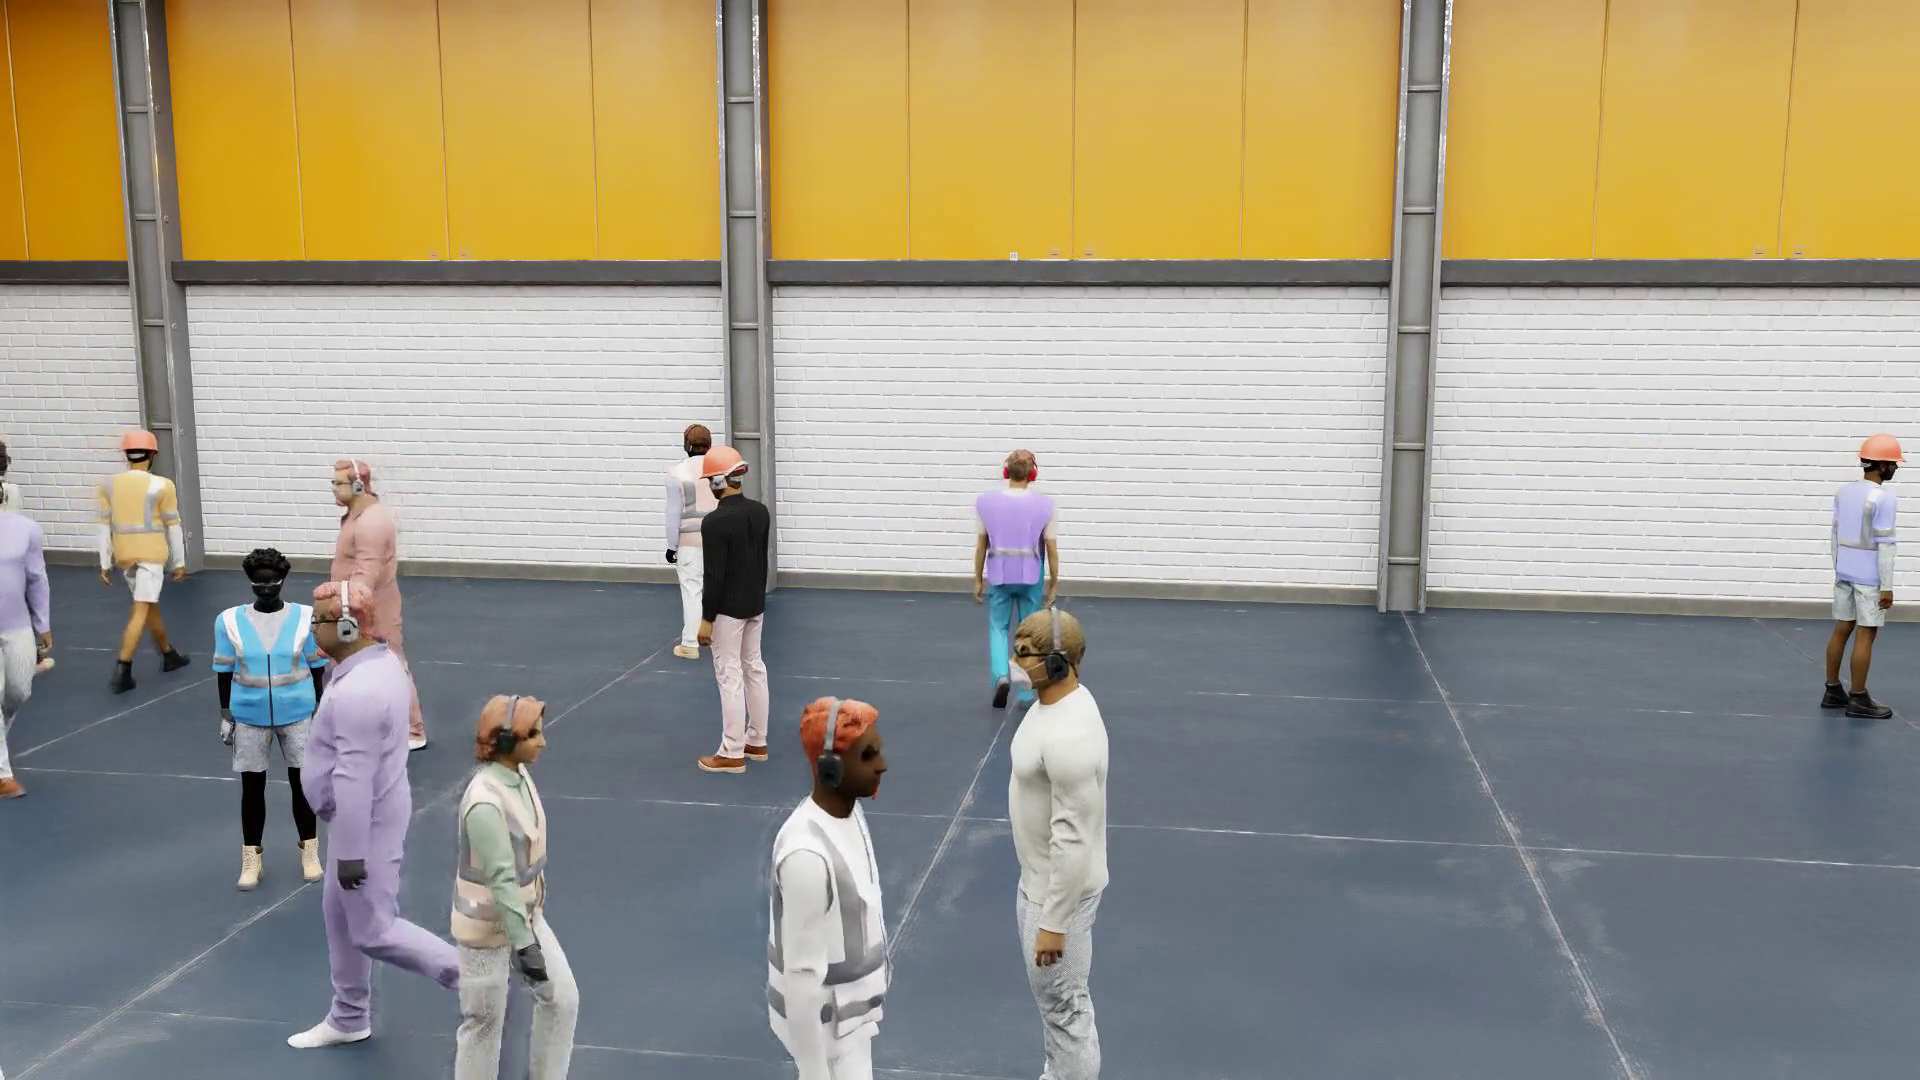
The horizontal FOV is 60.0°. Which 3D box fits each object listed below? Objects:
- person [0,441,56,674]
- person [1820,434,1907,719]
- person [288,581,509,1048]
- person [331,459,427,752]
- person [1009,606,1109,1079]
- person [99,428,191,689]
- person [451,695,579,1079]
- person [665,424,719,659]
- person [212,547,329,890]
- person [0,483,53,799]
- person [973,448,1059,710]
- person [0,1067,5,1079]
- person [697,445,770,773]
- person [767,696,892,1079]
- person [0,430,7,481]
[{"bbox_3d":[-7.087,0.171,12.170,0.514,1.817,0.879,2,9,11],"label":"person"},{"bbox_3d":[6.181,0.240,11.334,0.376,1.936,0.549,-1,9,-7],"label":"person"},{"bbox_3d":[-2.197,1.076,6.378,0.783,1.884,0.641,-2,9,-14],"label":"person"},{"bbox_3d":[-3.778,0.438,10.322,0.888,1.869,0.687,-4,10,-24],"label":"person"},{"bbox_3d":[0.309,1.173,5.578,0.372,1.940,0.632,0,9,-3],"label":"person"},{"bbox_3d":[-6.036,0.127,12.231,0.553,1.883,0.980,1,9,6],"label":"person"},{"bbox_3d":[-1.479,1.321,5.643,0.593,1.616,0.508,1,9,3],"label":"person"},{"bbox_3d":[-2.044,0.007,13.066,0.627,1.844,0.429,-7,12,-38],"label":"person"},{"bbox_3d":[-3.380,0.868,8.200,0.532,1.696,0.319,-3,10,-19],"label":"person"},{"bbox_3d":[-5.705,0.512,9.753,0.845,1.914,0.627,8,12,41],"label":"person"},{"bbox_3d":[0.380,0.288,11.369,0.601,1.829,0.506,1,9,6],"label":"person"},{"bbox_3d":[-2.203,1.665,3.604,0.830,1.594,0.504,3,10,20],"label":"person"},{"bbox_3d":[-1.385,0.416,10.097,0.388,1.987,0.608,5,10,26],"label":"person"},{"bbox_3d":[-0.341,1.356,4.644,0.424,1.873,0.599,1,9,6],"label":"person"},{"bbox_3d":[-9.447,-0.471,15.916,0.761,1.875,0.448,2,9,10],"label":"person"}]
